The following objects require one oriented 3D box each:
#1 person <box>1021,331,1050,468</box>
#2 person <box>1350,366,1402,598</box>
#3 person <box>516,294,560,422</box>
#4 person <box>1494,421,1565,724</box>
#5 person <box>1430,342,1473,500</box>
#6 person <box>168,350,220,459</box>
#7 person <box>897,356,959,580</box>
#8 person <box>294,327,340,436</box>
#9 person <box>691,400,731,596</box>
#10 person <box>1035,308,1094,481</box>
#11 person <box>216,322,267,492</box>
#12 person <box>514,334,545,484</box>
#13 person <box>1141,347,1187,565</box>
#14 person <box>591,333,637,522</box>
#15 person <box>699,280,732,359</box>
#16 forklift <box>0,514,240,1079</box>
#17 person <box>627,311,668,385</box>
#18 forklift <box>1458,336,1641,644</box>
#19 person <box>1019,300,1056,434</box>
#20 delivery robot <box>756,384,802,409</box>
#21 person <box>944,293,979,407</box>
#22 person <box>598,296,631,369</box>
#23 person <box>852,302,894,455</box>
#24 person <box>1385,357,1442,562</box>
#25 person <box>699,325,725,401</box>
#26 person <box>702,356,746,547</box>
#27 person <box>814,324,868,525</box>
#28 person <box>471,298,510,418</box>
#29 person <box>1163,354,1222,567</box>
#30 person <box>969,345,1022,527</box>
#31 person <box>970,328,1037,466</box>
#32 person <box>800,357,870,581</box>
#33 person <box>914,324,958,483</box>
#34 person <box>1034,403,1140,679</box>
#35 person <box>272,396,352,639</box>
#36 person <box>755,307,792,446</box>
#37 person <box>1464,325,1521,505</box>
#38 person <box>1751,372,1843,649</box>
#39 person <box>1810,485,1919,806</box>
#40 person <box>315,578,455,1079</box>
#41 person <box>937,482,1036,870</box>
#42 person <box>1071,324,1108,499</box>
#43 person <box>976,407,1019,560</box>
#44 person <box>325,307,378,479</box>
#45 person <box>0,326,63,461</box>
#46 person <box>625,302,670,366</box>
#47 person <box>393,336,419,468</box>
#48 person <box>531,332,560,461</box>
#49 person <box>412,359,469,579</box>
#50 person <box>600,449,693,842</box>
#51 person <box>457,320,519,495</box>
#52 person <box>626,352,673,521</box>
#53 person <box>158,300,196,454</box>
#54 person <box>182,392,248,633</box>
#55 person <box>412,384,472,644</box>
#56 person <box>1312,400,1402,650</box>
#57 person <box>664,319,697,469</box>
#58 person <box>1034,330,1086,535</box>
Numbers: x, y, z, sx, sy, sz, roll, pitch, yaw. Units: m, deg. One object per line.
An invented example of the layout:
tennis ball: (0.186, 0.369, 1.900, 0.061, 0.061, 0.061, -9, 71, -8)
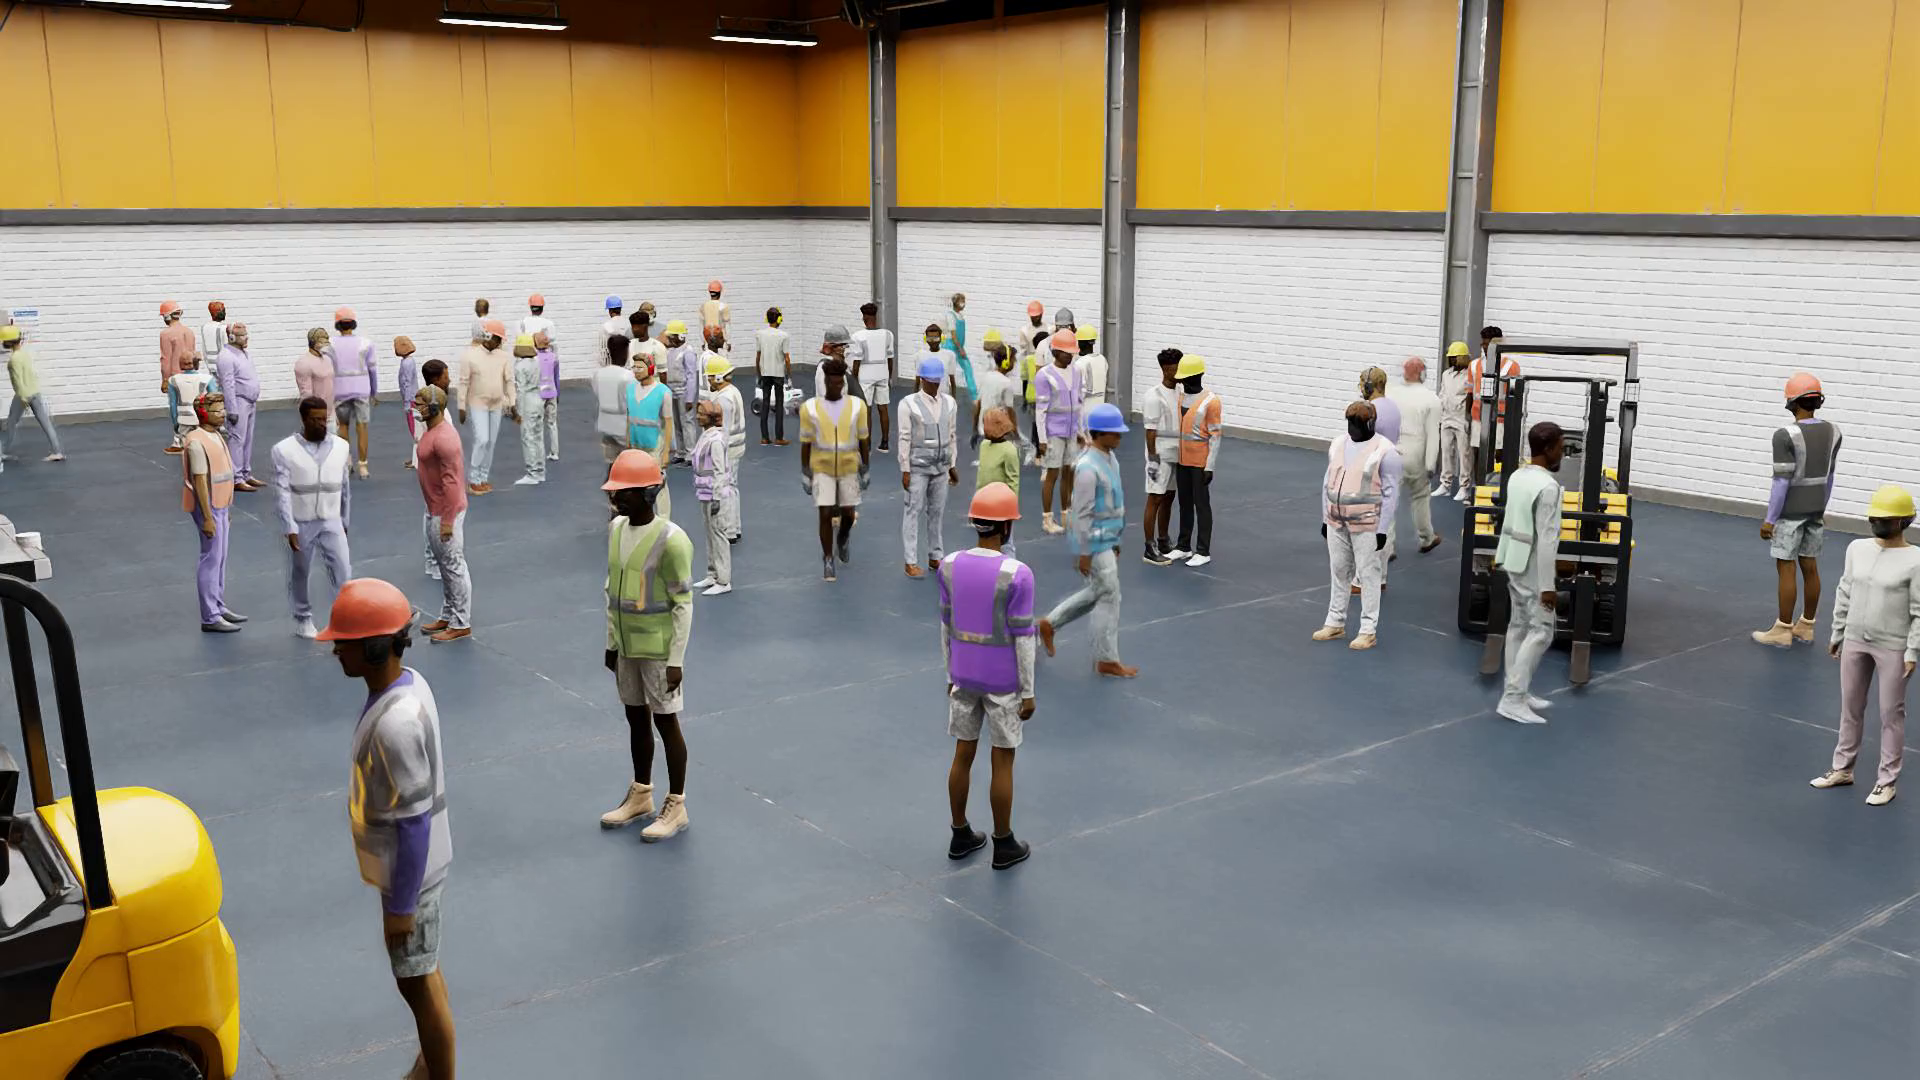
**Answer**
person: (1.013, -1.737, 20.513, 0.554, 1.693, 0.406, 11, 16, 41)
person: (3.432, -0.483, 13.850, 0.382, 1.928, 0.640, 9, 15, 38)
person: (-6.112, -2.602, 24.126, 0.578, 1.900, 0.936, 1, 12, 3)
person: (3.634, 0.195, 10.605, 0.407, 1.917, 0.609, 0, 12, -1)
person: (5.446, -1.307, 18.271, 0.324, 1.743, 0.491, -8, 14, -35)
person: (-8.448, -1.277, 18.387, 0.515, 1.636, 0.314, -1, 12, -5)
person: (-0.270, -0.640, 14.548, 0.605, 1.949, 0.401, -8, 14, -34)
person: (-6.855, -1.311, 17.830, 0.371, 1.934, 0.627, 1, 12, 4)
person: (-2.082, -0.364, 13.955, 0.306, 1.645, 0.523, -4, 13, -21)
person: (1.212, -1.686, 19.380, 0.689, 2.000, 0.539, 0, 12, 2)
person: (-8.133, -1.510, 18.857, 0.402, 1.906, 0.651, -1, 12, -4)
person: (-5.028, -1.512, 19.334, 0.296, 1.726, 0.565, 4, 12, 17)
person: (1.877, -0.768, 15.121, 0.367, 1.967, 0.600, 9, 14, 36)
person: (-3.431, -1.117, 16.850, 0.602, 1.944, 0.422, 6, 13, 28)
person: (-4.021, -3.301, 27.424, 0.546, 1.939, 0.375, 3, 12, 15)
forklift: (-3.687, 1.115, 5.480, 2.313, 2.155, 1.214, -9, 15, -36)
person: (-3.784, -1.773, 20.000, 0.608, 1.957, 0.390, 8, 14, 33)
forklift: (4.683, -0.471, 13.136, 1.214, 2.155, 2.313, 4, 12, 20)
person: (1.099, -2.416, 23.259, 0.566, 1.895, 0.597, 2, 12, 10)
delivery robot: (-2.745, -2.191, 25.198, 0.707, 0.478, 0.477, 8, 14, 33)
person: (0.042, -2.966, 26.151, 0.949, 1.793, 0.502, 7, 14, 31)
person: (-4.772, -2.438, 23.264, 0.605, 1.939, 0.415, -9, 15, -37)
person: (-1.138, -2.083, 21.492, 0.603, 1.959, 0.374, -7, 14, -30)
person: (4.136, -0.753, 15.295, 0.660, 1.855, 0.966, 9, 15, 36)
person: (-2.773, -1.487, 18.799, 0.355, 1.883, 0.574, -2, 12, -12)
person: (-2.247, -0.843, 15.861, 0.403, 1.817, 0.601, 0, 12, -1)
person: (-1.200, -1.179, 16.928, 0.538, 2.000, 0.684, 0, 12, 1)
person: (-6.980, -2.685, 24.745, 0.729, 1.822, 0.521, 5, 13, 23)
person: (2.094, -0.720, 15.016, 0.382, 1.917, 0.585, -7, 14, -31)
person: (0.412, -1.057, 16.810, 0.692, 1.835, 0.539, -6, 13, -29)
person: (0.551, -1.746, 20.462, 0.780, 1.713, 0.494, 3, 12, 15)
person: (-1.100, -0.640, 14.552, 0.621, 1.946, 0.612, -2, 12, -9)
person: (-0.284, -1.583, 19.331, 0.510, 1.861, 0.324, 0, 12, -1)
person: (0.885, -0.004, 11.541, 0.738, 1.923, 0.614, 3, 12, 16)
person: (-4.743, -0.132, 12.295, 0.600, 1.863, 0.985, -11, 16, -42)
person: (-2.485, -2.178, 22.217, 0.526, 1.857, 0.347, 4, 12, 18)
person: (5.675, -1.319, 17.818, 0.364, 1.959, 0.606, -10, 16, -41)
person: (6.158, -0.215, 12.276, 0.609, 2.040, 0.394, -5, 13, -23)
person: (5.039, 0.570, 9.150, 0.310, 1.769, 0.525, -6, 13, -28)
person: (-1.969, 1.129, 5.779, 0.390, 2.040, 0.614, -4, 12, -19)
person: (0.151, 0.671, 8.262, 0.543, 1.931, 0.387, 8, 14, 34)
person: (1.388, -1.398, 18.262, 0.375, 1.925, 0.595, 8, 14, 33)
person: (0.293, -0.266, 13.509, 0.285, 1.632, 0.499, -7, 14, -31)
person: (-7.201, -1.739, 19.689, 0.610, 2.020, 0.713, -3, 12, -16)
person: (-11.747, -1.807, 20.751, 0.932, 1.708, 0.549, 0, 12, -2)
person: (-4.155, -2.223, 22.262, 0.636, 1.928, 0.383, -7, 14, -32)
person: (-6.769, -1.696, 20.445, 0.289, 1.626, 0.498, -3, 12, -16)
person: (-5.232, -1.788, 20.872, 0.318, 1.631, 0.524, 10, 15, 39)
person: (-4.572, -0.619, 14.521, 0.377, 1.917, 0.600, -6, 13, -27)
person: (-1.639, 0.544, 8.602, 0.605, 2.045, 0.381, 10, 15, 40)
person: (-5.260, -1.477, 18.625, 0.688, 1.938, 0.651, 11, 16, 43)
person: (-2.970, -0.876, 15.937, 0.563, 1.847, 0.390, 8, 14, 34)
person: (-10.153, -2.113, 21.598, 0.411, 1.980, 0.625, 2, 12, 11)
person: (-5.752, -0.218, 12.761, 0.373, 1.843, 0.570, -3, 12, -12)
person: (-3.874, -0.198, 12.438, 0.374, 1.941, 0.627, -6, 13, -25)
person: (2.921, -0.119, 12.297, 0.429, 1.843, 0.627, -10, 15, -39)
person: (-3.439, -1.797, 20.423, 0.403, 1.831, 0.592, -7, 14, -32)
person: (1.006, -1.058, 16.389, 0.617, 2.028, 0.410, -10, 16, -41)
